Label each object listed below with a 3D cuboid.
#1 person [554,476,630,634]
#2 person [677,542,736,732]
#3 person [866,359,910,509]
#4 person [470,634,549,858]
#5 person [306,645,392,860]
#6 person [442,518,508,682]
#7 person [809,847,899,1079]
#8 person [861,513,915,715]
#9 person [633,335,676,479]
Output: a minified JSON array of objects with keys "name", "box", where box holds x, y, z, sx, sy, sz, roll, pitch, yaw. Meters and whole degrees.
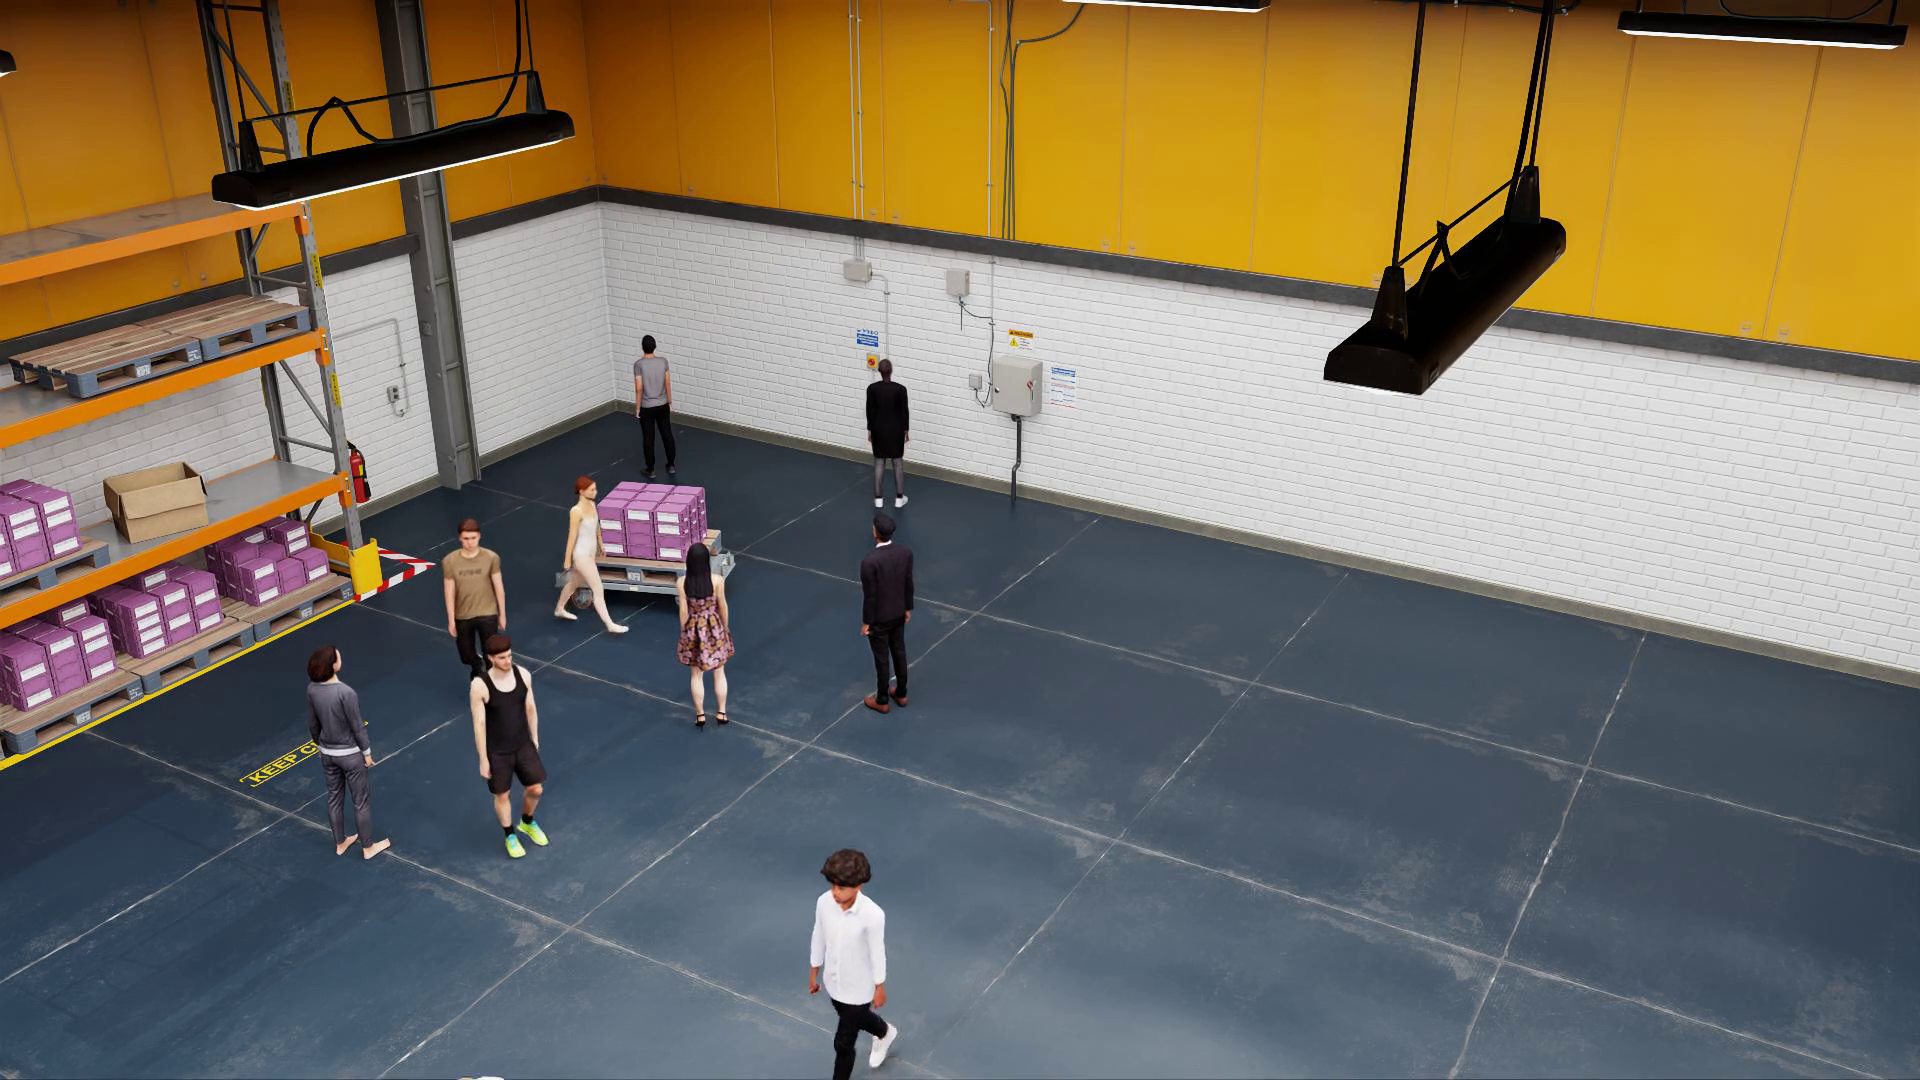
[{"name":"person","box":[-3.732,0.154,16.201,0.876,1.592,1.083,5,24,11]},{"name":"person","box":[-2.212,0.834,14.418,0.804,1.775,0.854,-3,24,-8]},{"name":"person","box":[-0.840,-1.231,19.158,0.728,1.761,0.708,2,24,5]},{"name":"person","box":[-3.498,1.533,12.686,0.713,1.881,0.851,-17,29,-34]},{"name":"person","box":[-4.705,1.607,12.658,0.663,1.768,0.595,7,24,15]},{"name":"person","box":[-4.297,0.644,14.770,1.001,1.840,1.060,-6,24,-14]},{"name":"person","box":[-0.632,2.661,10.239,0.692,1.774,1.139,15,28,31]},{"name":"person","box":[-0.648,0.642,14.720,0.636,1.884,0.823,-18,29,-35]},{"name":"person","box":[-3.700,-1.629,20.078,0.630,1.754,0.763,-15,28,-30]}]
